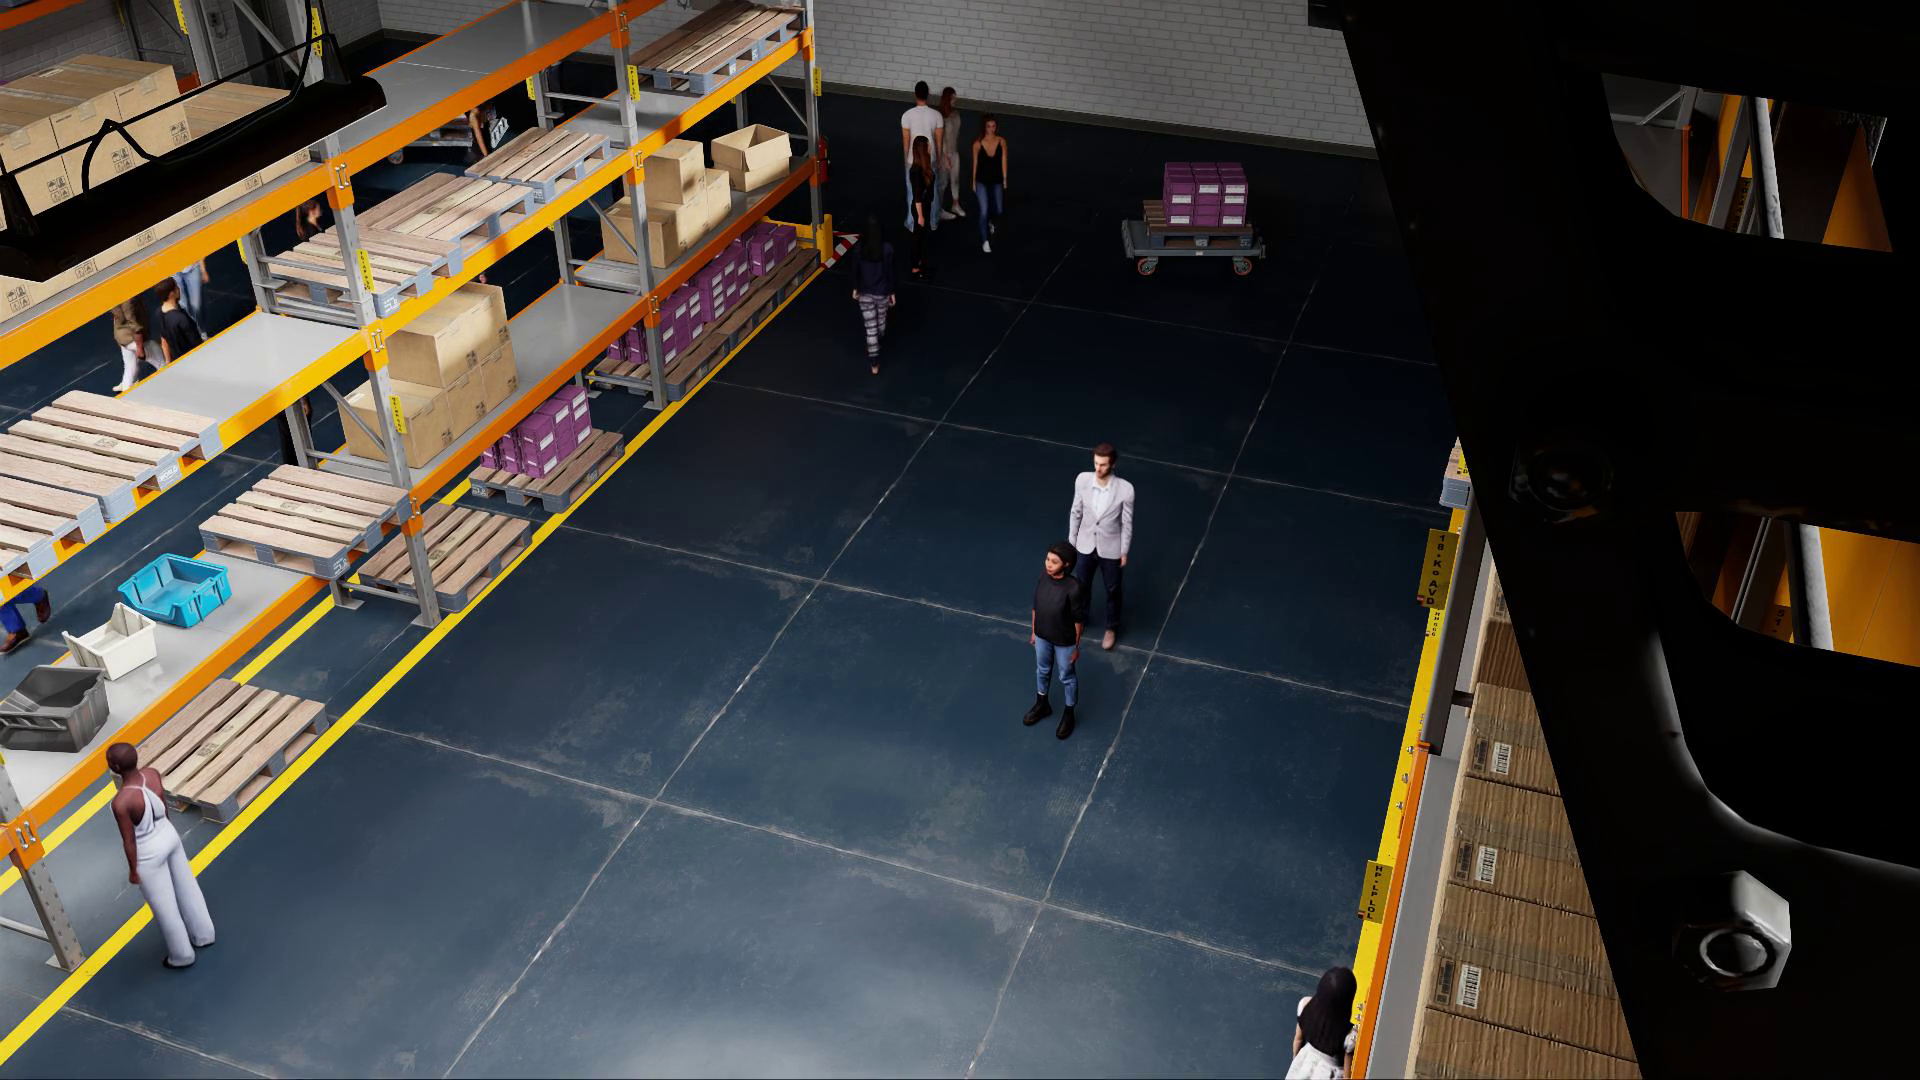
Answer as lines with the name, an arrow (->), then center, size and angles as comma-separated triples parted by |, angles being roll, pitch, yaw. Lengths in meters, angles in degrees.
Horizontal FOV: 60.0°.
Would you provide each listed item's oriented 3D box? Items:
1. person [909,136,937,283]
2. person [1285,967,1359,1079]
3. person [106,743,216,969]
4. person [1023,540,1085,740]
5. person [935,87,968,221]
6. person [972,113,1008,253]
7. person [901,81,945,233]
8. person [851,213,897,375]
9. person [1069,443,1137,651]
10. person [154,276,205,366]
person -> -0.467, -3.892, 19.431 | 0.702, 1.713, 0.519 | 5, 34, 8
person -> 1.956, 2.985, 9.034 | 0.796, 1.769, 0.774 | -25, 41, -33
person -> -5.069, 1.992, 10.513 | 0.666, 1.785, 0.489 | 5, 34, 8
person -> 0.731, 0.727, 12.492 | 0.628, 1.701, 0.616 | 21, 39, 29
person -> -0.216, -4.853, 20.893 | 0.739, 1.693, 0.622 | 19, 38, 26
person -> 0.327, -4.369, 20.156 | 0.839, 1.704, 0.953 | -7, 34, -11
person -> -0.466, -4.729, 20.561 | 0.756, 1.856, 0.764 | -8, 34, -11
person -> -0.910, -2.559, 17.447 | 0.900, 1.687, 1.164 | -1, 34, -2
person -> 1.138, 0.028, 13.408 | 0.688, 1.852, 0.577 | 14, 36, 20
person -> -7.429, -1.587, 15.874 | 0.906, 1.812, 1.262 | 24, 40, 31
